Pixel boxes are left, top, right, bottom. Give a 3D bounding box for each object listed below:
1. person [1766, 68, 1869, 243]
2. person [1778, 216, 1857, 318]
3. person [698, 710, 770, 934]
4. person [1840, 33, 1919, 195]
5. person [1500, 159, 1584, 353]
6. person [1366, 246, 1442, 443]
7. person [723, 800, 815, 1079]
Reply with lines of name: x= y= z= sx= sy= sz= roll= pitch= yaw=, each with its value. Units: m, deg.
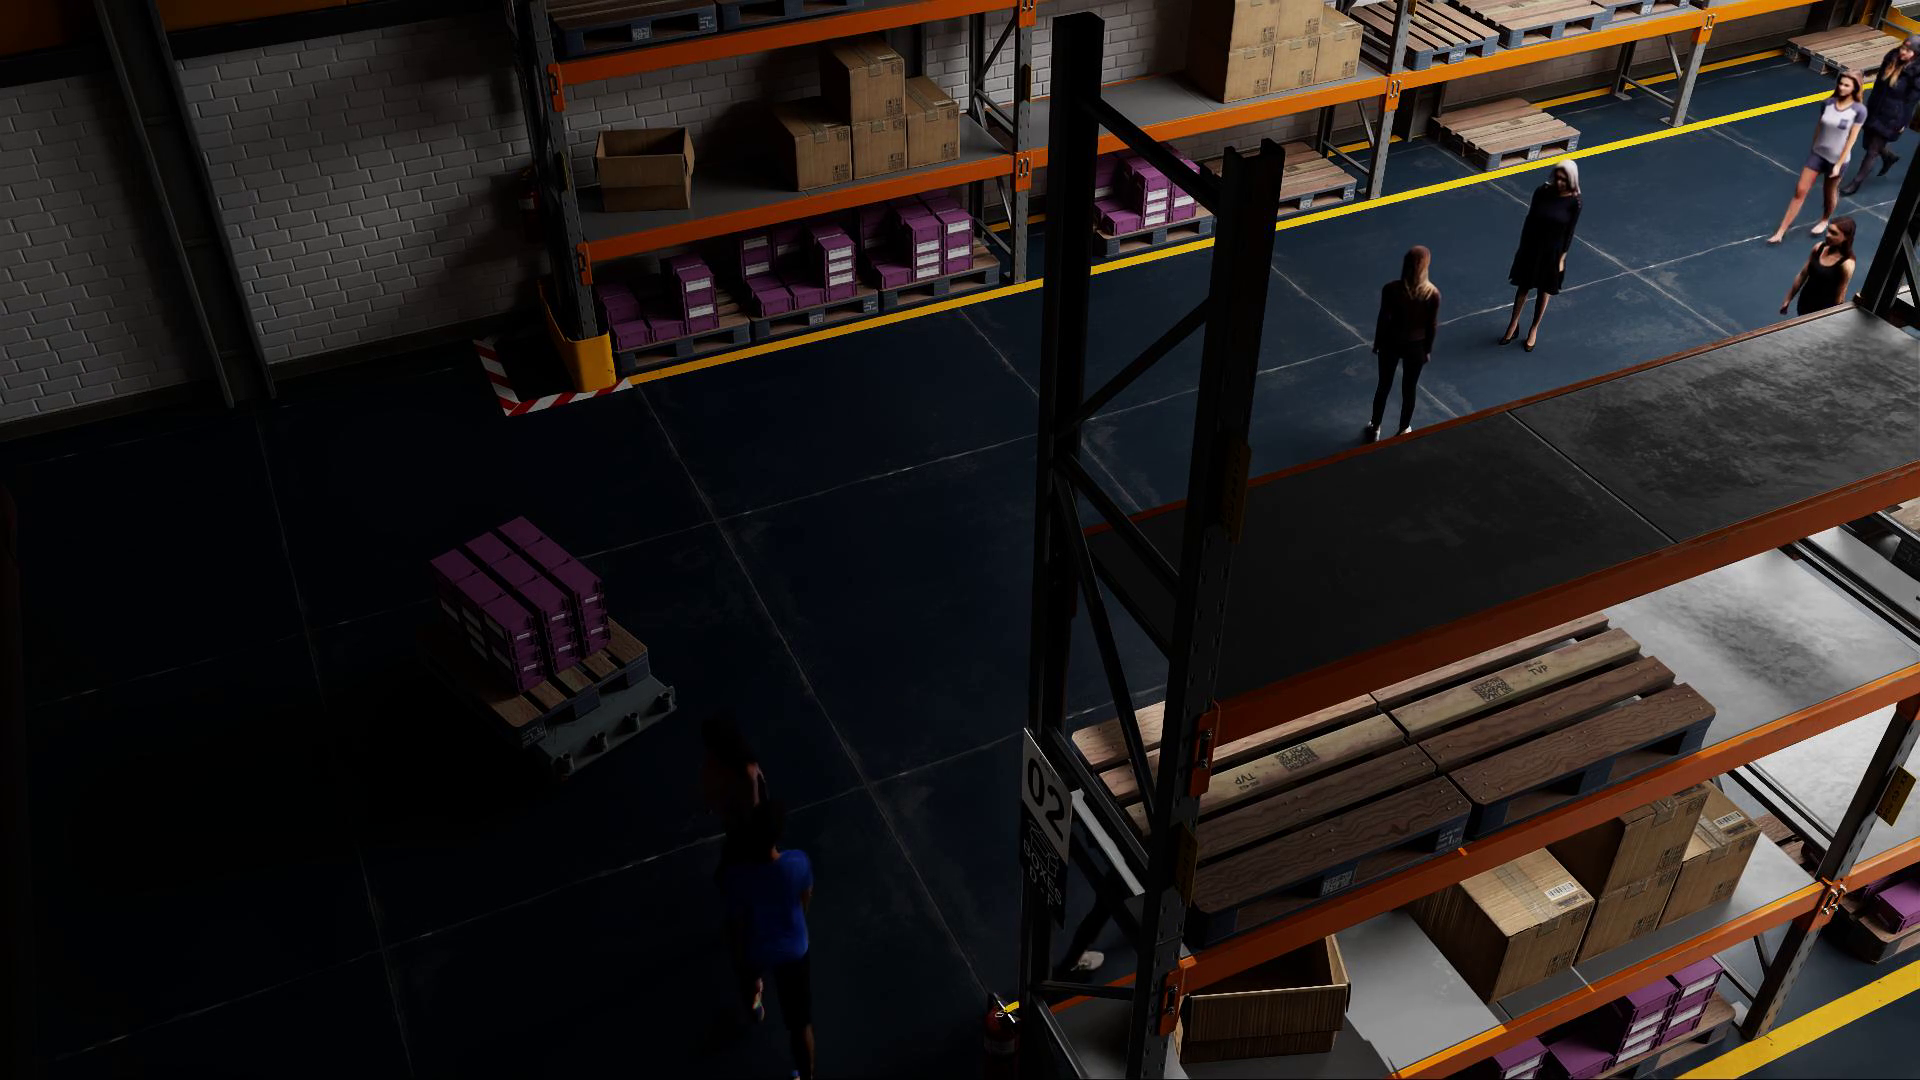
person: x=8.194 y=-3.573 z=15.577 sx=1.117 sy=1.677 sz=0.757 roll=-26 pitch=45 yaw=-29
person: x=6.970 y=-1.844 z=13.438 sx=1.180 sy=1.644 sz=0.777 roll=-8 pitch=39 yaw=-10
person: x=-1.119 y=1.530 z=9.102 sx=0.729 sy=1.783 sz=0.758 roll=-19 pitch=43 yaw=-23
person: x=9.198 y=-4.197 z=16.376 sx=0.921 sy=1.655 sz=0.664 roll=-15 pitch=41 yaw=-18
person: x=4.926 y=-2.410 z=14.064 sx=0.696 sy=1.748 sz=0.724 roll=22 pitch=44 yaw=25
person: x=3.451 y=-1.502 z=12.961 sx=0.657 sy=1.705 sz=0.731 roll=11 pitch=40 yaw=13
person: x=-0.894 y=2.120 z=8.337 sx=1.180 sy=1.816 sz=0.817 roll=-11 pitch=40 yaw=-13
